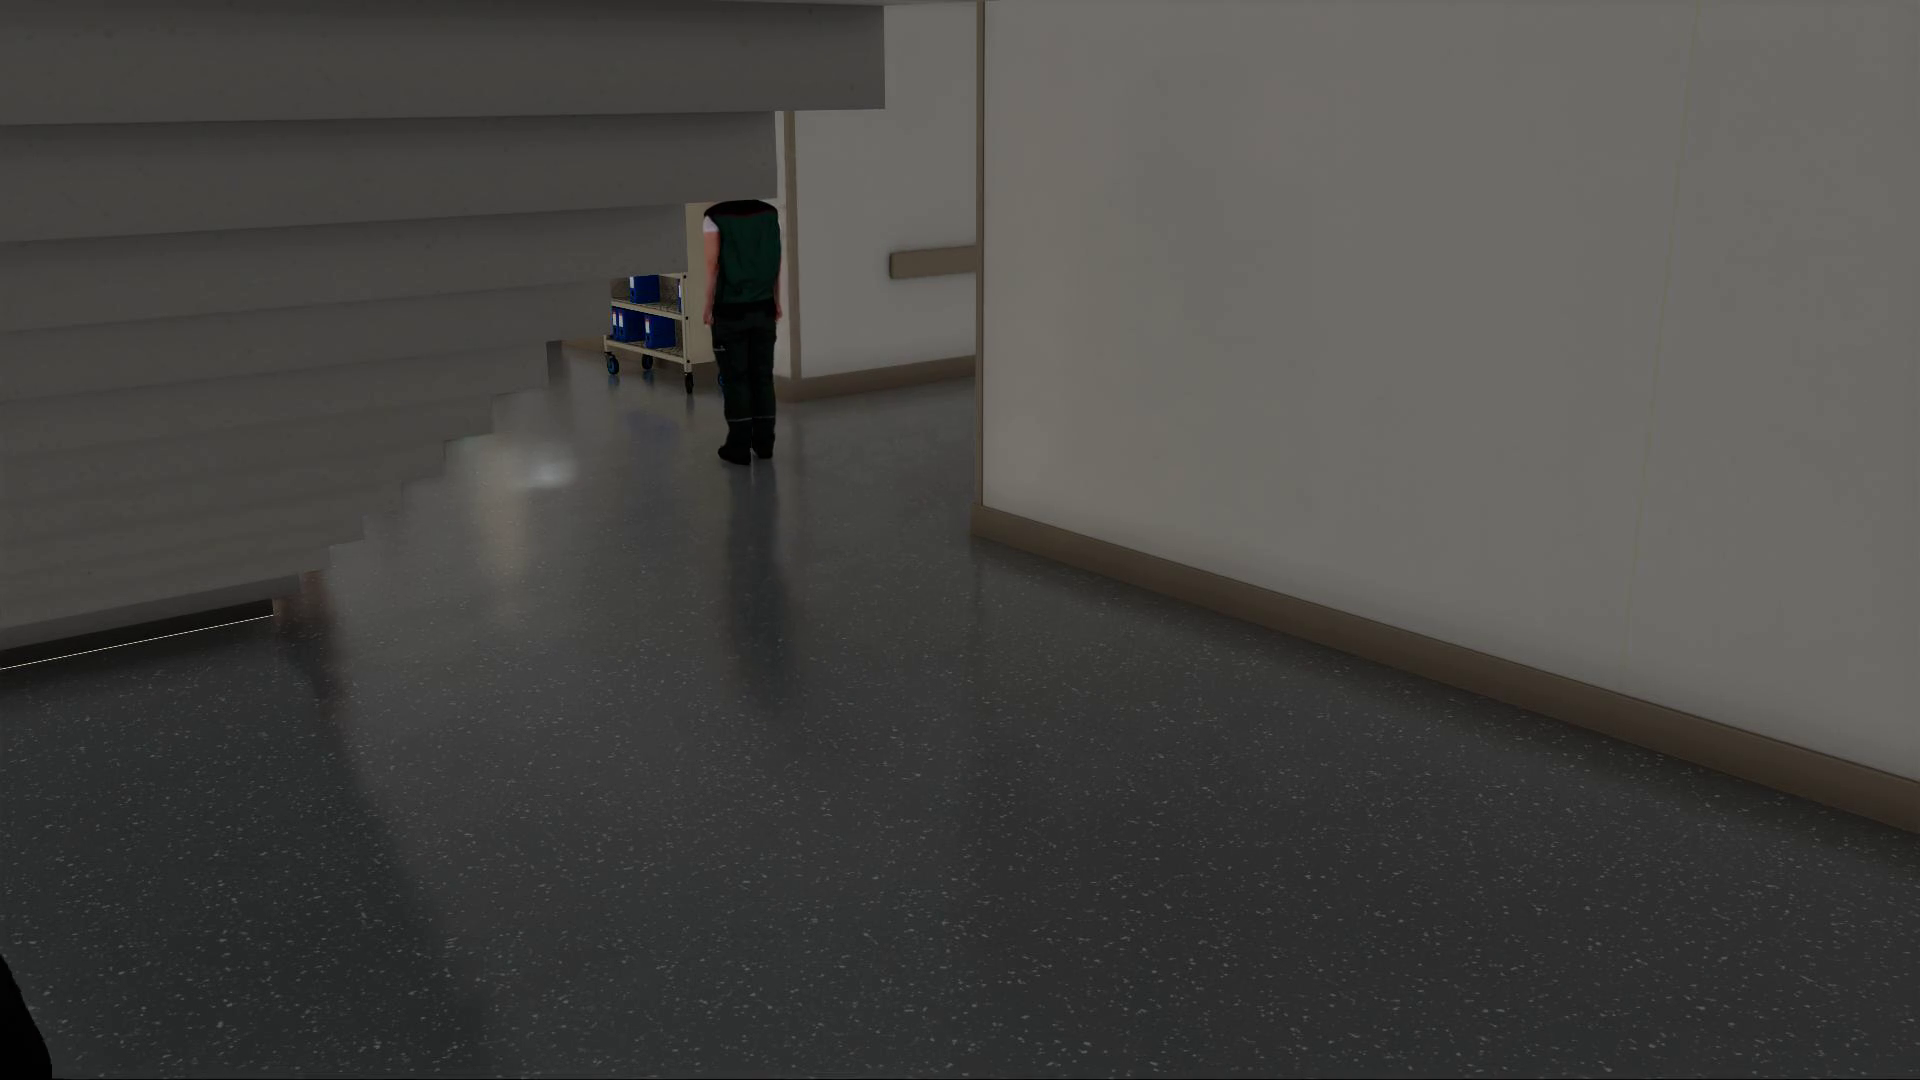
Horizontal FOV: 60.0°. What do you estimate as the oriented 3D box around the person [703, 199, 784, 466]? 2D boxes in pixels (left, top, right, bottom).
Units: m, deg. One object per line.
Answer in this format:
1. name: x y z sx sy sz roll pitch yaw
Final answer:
1. person: -1.285 -1.377 9.857 0.677 1.844 0.671 -9 18 -30
